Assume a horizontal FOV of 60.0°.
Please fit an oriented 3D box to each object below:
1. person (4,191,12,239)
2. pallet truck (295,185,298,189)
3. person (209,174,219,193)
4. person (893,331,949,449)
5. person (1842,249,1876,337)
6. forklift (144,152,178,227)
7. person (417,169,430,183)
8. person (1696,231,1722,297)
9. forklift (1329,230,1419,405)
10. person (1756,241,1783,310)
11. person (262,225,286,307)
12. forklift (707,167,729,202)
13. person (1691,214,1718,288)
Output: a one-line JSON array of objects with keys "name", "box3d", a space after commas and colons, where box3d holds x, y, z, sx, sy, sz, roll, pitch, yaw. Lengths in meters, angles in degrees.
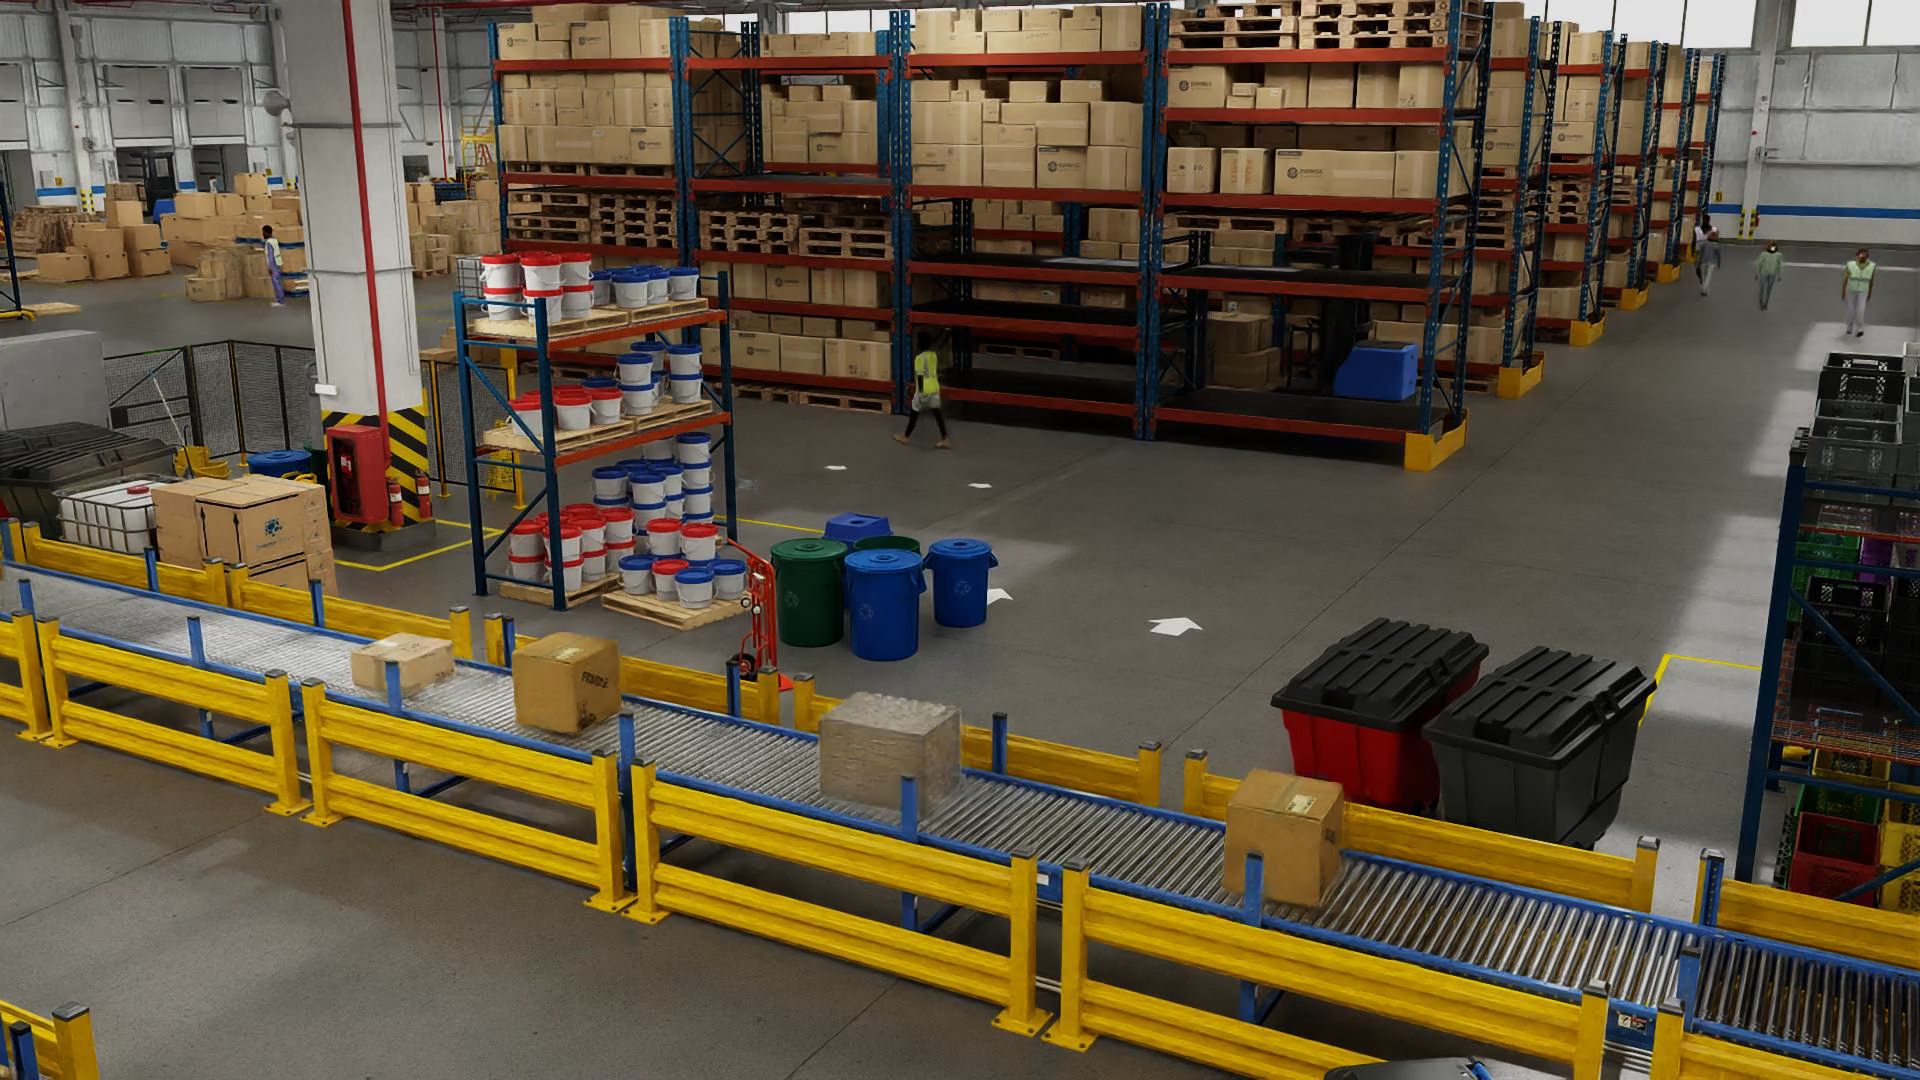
[{"name": "person", "box3d": [-33.399, -11.346, 58.024, 0.883, 1.708, 0.496, 1, 15, 3]}, {"name": "pallet truck", "box3d": [-26.804, -14.617, 69.738, 1.885, 1.965, 0.823, -14, 20, -42]}, {"name": "person", "box3d": [-32.138, -14.951, 71.688, 0.515, 1.636, 0.314, 9, 17, 31]}, {"name": "person", "box3d": [-0.518, -2.110, 23.370, 0.891, 1.644, 0.548, 9, 17, 30]}, {"name": "person", "box3d": [18.588, -5.124, 34.444, 0.586, 1.788, 0.984, 5, 16, 18]}, {"name": "forklift", "box3d": [-30.086, -13.242, 62.882, 1.873, 2.768, 1.129, 8, 17, 28]}, {"name": "person", "box3d": [-22.724, -14.765, 70.550, 0.617, 1.883, 1.077, 3, 15, 10]}, {"name": "person", "box3d": [18.621, -6.853, 41.312, 0.530, 1.593, 0.787, 12, 19, 38]}, {"name": "forklift", "box3d": [6.157, -3.417, 25.945, 1.873, 2.768, 1.129, 8, 17, 28]}, {"name": "person", "box3d": [18.731, -6.101, 38.463, 0.527, 1.597, 0.775, 4, 15, 13]}, {"name": "person", "box3d": [-16.216, -6.478, 39.324, 0.388, 1.908, 0.584, -3, 15, -11]}, {"name": "forklift", "box3d": [-7.386, -9.903, 50.326, 1.129, 2.768, 1.873, 8, 17, 27]}, {"name": "person", "box3d": [19.384, -7.533, 43.326, 0.612, 1.899, 0.645, 9, 18, 31]}]
